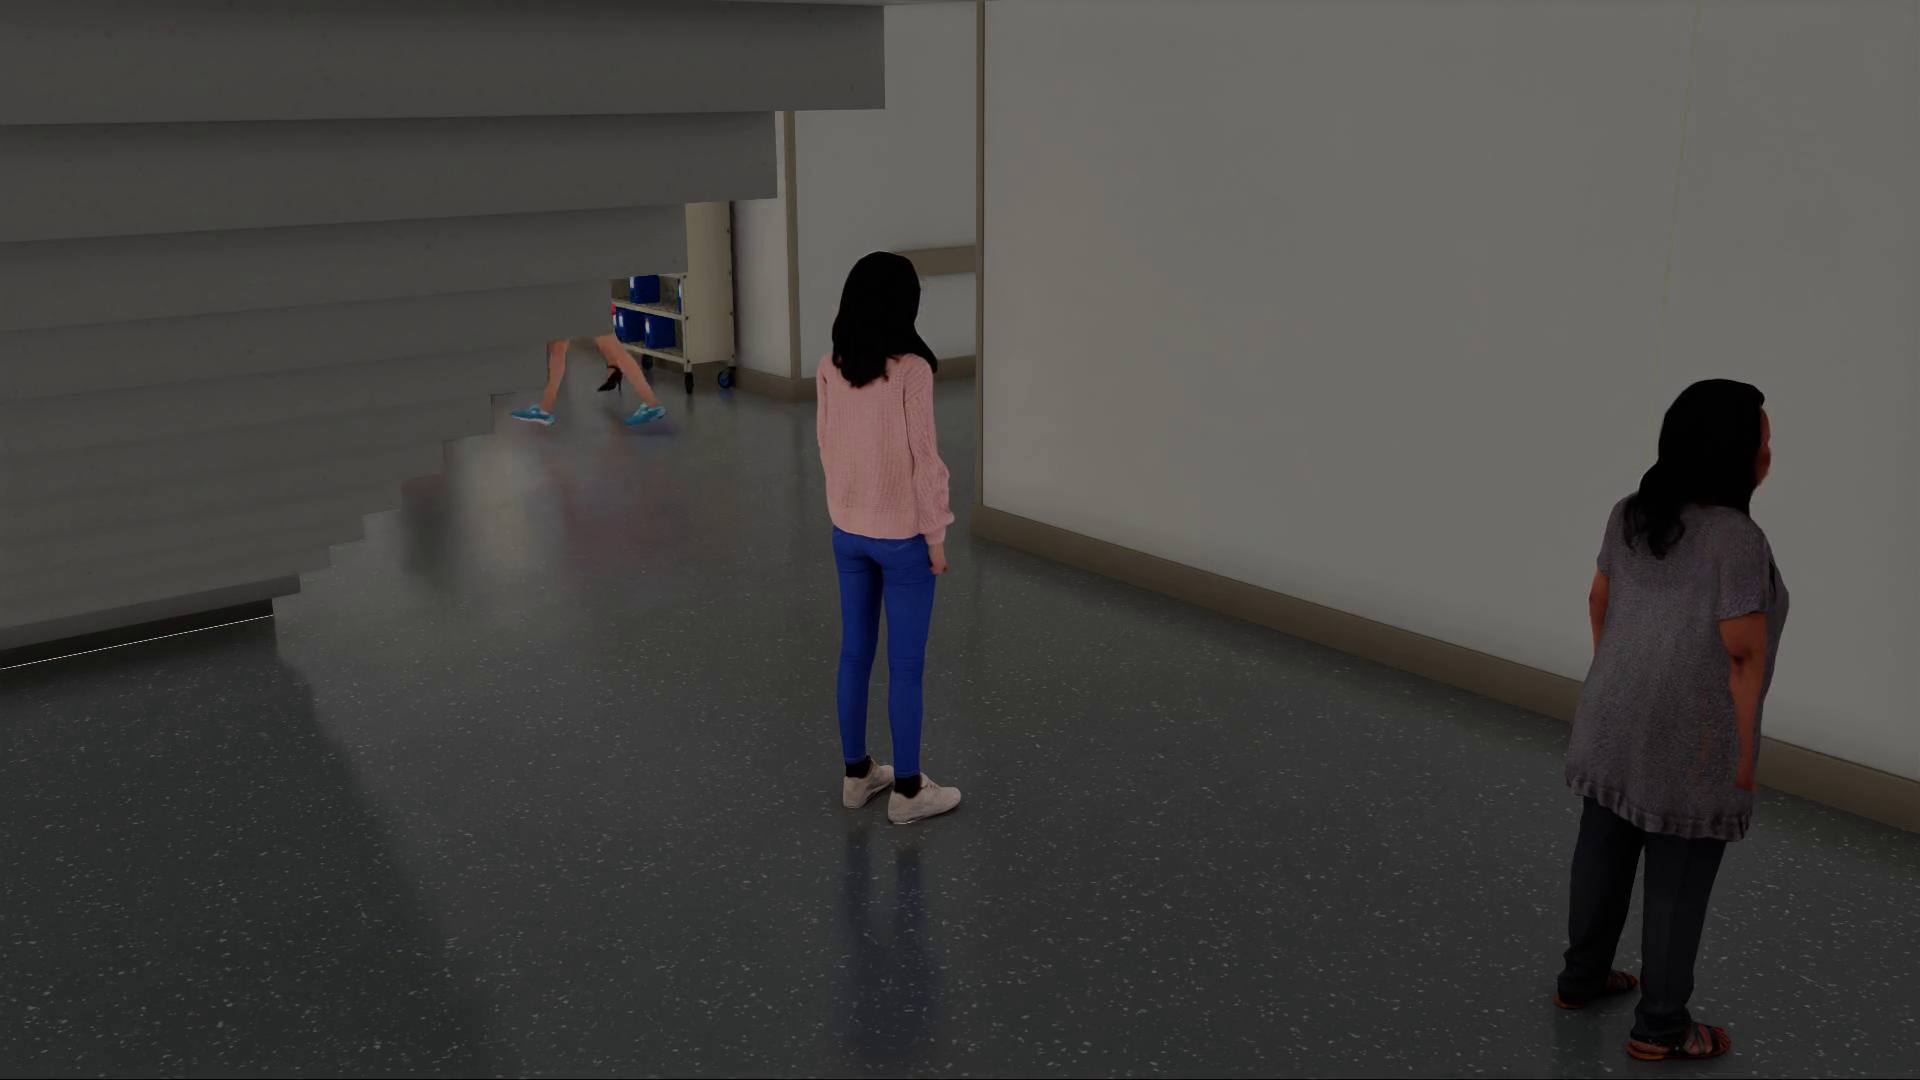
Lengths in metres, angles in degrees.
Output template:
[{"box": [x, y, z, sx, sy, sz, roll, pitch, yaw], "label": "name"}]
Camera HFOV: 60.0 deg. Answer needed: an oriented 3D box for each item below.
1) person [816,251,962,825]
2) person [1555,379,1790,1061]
[{"box": [-0.240, -0.003, 5.119, 0.537, 1.769, 0.740, 13, 20, 39], "label": "person"}, {"box": [1.666, 0.417, 3.928, 0.777, 1.608, 0.691, -6, 17, -22], "label": "person"}]
